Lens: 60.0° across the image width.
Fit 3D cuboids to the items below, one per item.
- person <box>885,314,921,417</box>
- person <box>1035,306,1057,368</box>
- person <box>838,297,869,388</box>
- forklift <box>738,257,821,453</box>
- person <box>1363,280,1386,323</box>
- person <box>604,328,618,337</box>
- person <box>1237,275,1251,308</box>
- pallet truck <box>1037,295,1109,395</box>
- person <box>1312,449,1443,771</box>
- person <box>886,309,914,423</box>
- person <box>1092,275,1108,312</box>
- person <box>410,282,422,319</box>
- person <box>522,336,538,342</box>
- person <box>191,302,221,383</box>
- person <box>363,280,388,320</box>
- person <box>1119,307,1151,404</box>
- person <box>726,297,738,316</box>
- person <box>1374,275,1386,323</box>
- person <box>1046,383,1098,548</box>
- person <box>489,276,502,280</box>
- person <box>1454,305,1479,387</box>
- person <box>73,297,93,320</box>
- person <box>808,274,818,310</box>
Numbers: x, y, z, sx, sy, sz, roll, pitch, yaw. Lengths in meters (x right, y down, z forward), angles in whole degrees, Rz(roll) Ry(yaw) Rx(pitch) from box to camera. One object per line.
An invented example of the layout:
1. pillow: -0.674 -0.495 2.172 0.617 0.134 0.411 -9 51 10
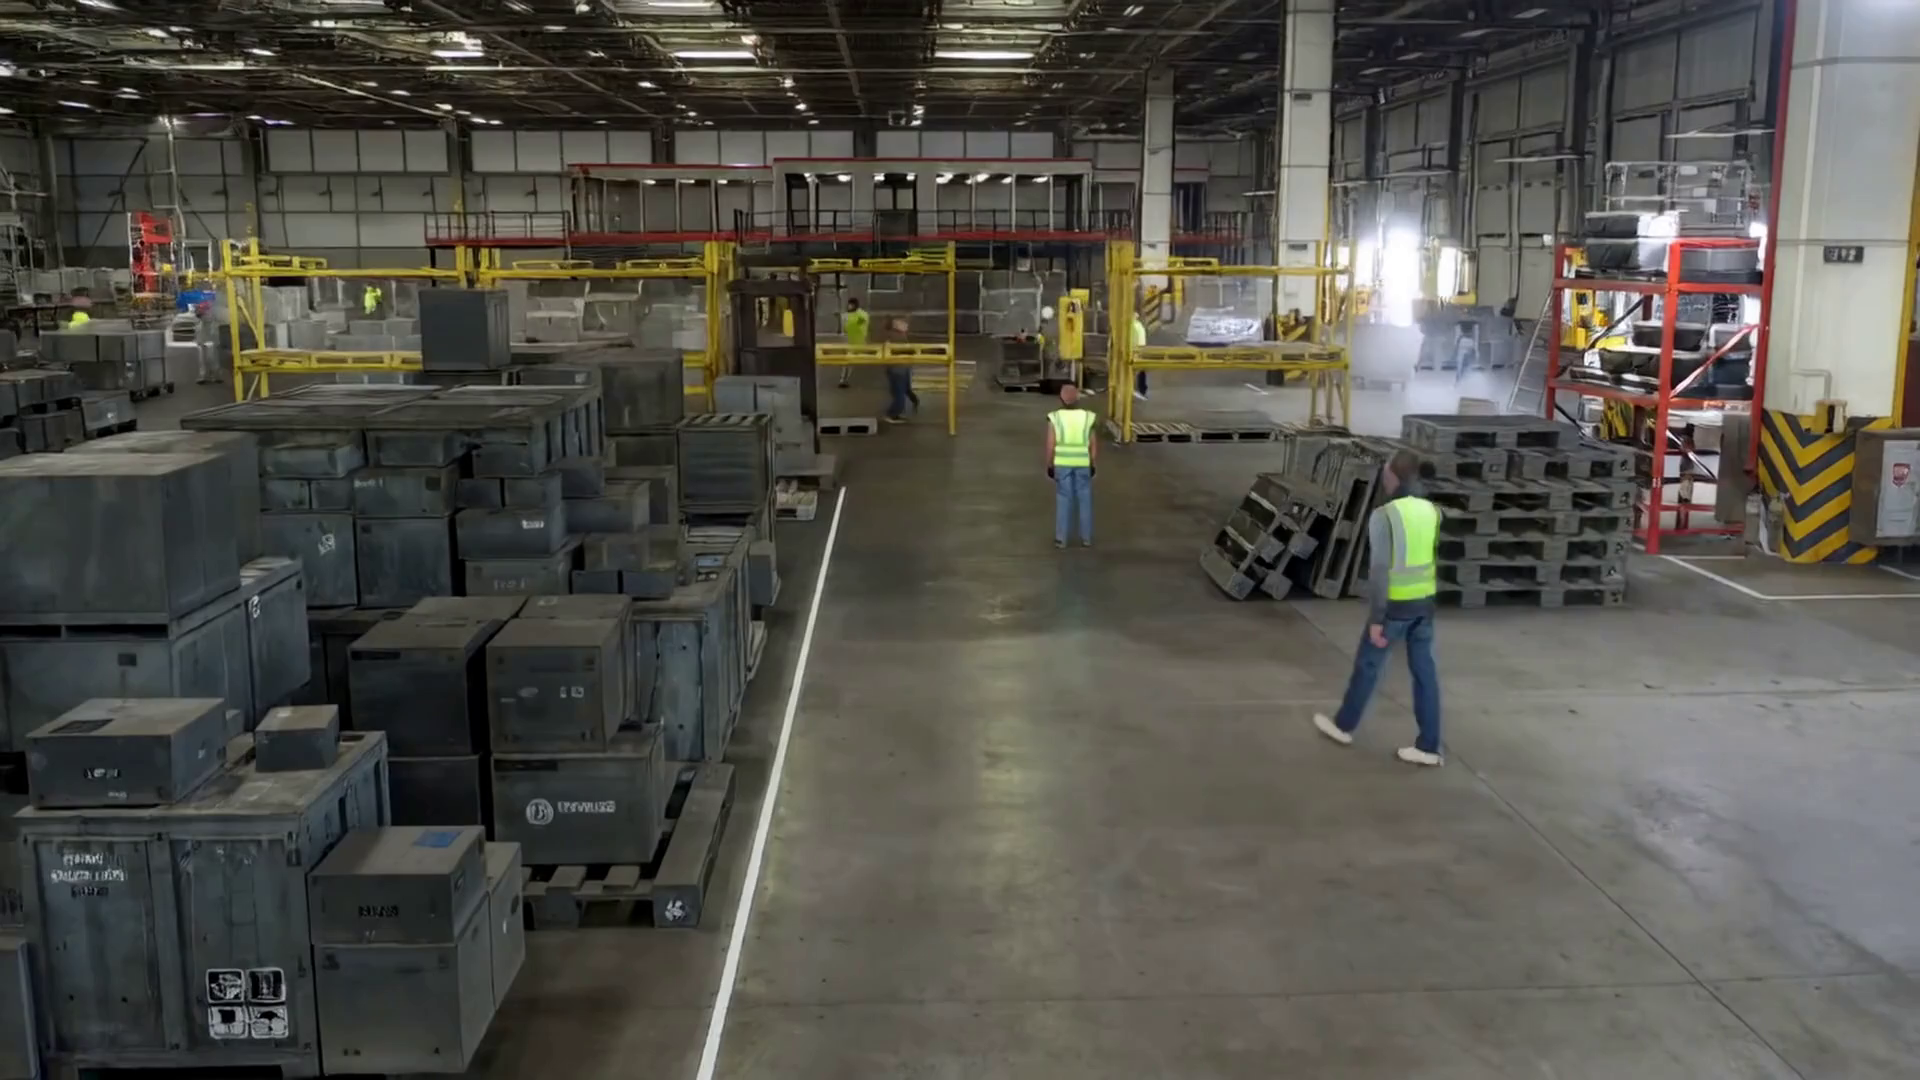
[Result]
1. person: -1.029 -2.987 28.634 0.608 1.806 0.585 7 12 33
2. person: 1.907 -4.188 35.710 0.819 1.668 0.534 10 14 44
3. person: -2.146 -4.124 34.719 0.639 1.902 1.003 8 13 37
4. forklift: -2.479 -2.404 22.374 1.129 2.768 1.873 0 10 -2
5. person: 12.192 -6.700 49.026 0.615 1.899 0.977 5 11 27
6. person: -4.799 -1.932 22.599 0.449 1.864 0.708 3 11 16
7. person: 12.993 -11.524 75.813 0.643 1.948 1.030 -2 10 -11
8. pallet truck: 2.483 -3.881 33.060 1.885 1.965 0.823 -7 13 -36
9. person: 2.504 0.380 9.755 0.601 1.838 0.939 -6 12 -31
10. person: -0.967 -2.893 27.799 0.617 1.905 0.600 0 10 -3
11. person: 5.000 -8.560 59.578 0.622 1.839 0.429 6 12 30
12. person: -14.903 -6.166 45.964 1.048 1.942 0.651 8 13 38
13. person: -5.130 -1.549 20.360 0.634 1.908 0.847 8 13 38
14. person: -16.192 -4.225 35.732 0.664 1.727 0.388 6 12 31
15. person: -15.231 -5.770 43.466 0.536 2.000 0.672 2 10 9
16. person: 3.251 -3.433 31.073 0.650 1.805 0.865 7 12 33
17. person: -4.886 -4.367 36.170 0.329 1.861 0.504 5 11 27
18. person: 14.156 -8.029 56.448 0.587 1.900 0.558 -6 12 -30
19. person: 1.109 -0.732 16.516 0.523 1.638 0.311 -2 10 -9
20. person: -19.951 -10.715 71.537 0.584 1.858 0.780 -1 10 -5
21. person: 10.522 -4.014 34.593 0.487 1.720 0.688 5 11 24
22. person: -17.717 -3.977 33.867 0.562 1.892 0.957 8 13 37
23. person: -5.226 -8.393 58.394 0.546 1.930 0.392 -5 11 -24
